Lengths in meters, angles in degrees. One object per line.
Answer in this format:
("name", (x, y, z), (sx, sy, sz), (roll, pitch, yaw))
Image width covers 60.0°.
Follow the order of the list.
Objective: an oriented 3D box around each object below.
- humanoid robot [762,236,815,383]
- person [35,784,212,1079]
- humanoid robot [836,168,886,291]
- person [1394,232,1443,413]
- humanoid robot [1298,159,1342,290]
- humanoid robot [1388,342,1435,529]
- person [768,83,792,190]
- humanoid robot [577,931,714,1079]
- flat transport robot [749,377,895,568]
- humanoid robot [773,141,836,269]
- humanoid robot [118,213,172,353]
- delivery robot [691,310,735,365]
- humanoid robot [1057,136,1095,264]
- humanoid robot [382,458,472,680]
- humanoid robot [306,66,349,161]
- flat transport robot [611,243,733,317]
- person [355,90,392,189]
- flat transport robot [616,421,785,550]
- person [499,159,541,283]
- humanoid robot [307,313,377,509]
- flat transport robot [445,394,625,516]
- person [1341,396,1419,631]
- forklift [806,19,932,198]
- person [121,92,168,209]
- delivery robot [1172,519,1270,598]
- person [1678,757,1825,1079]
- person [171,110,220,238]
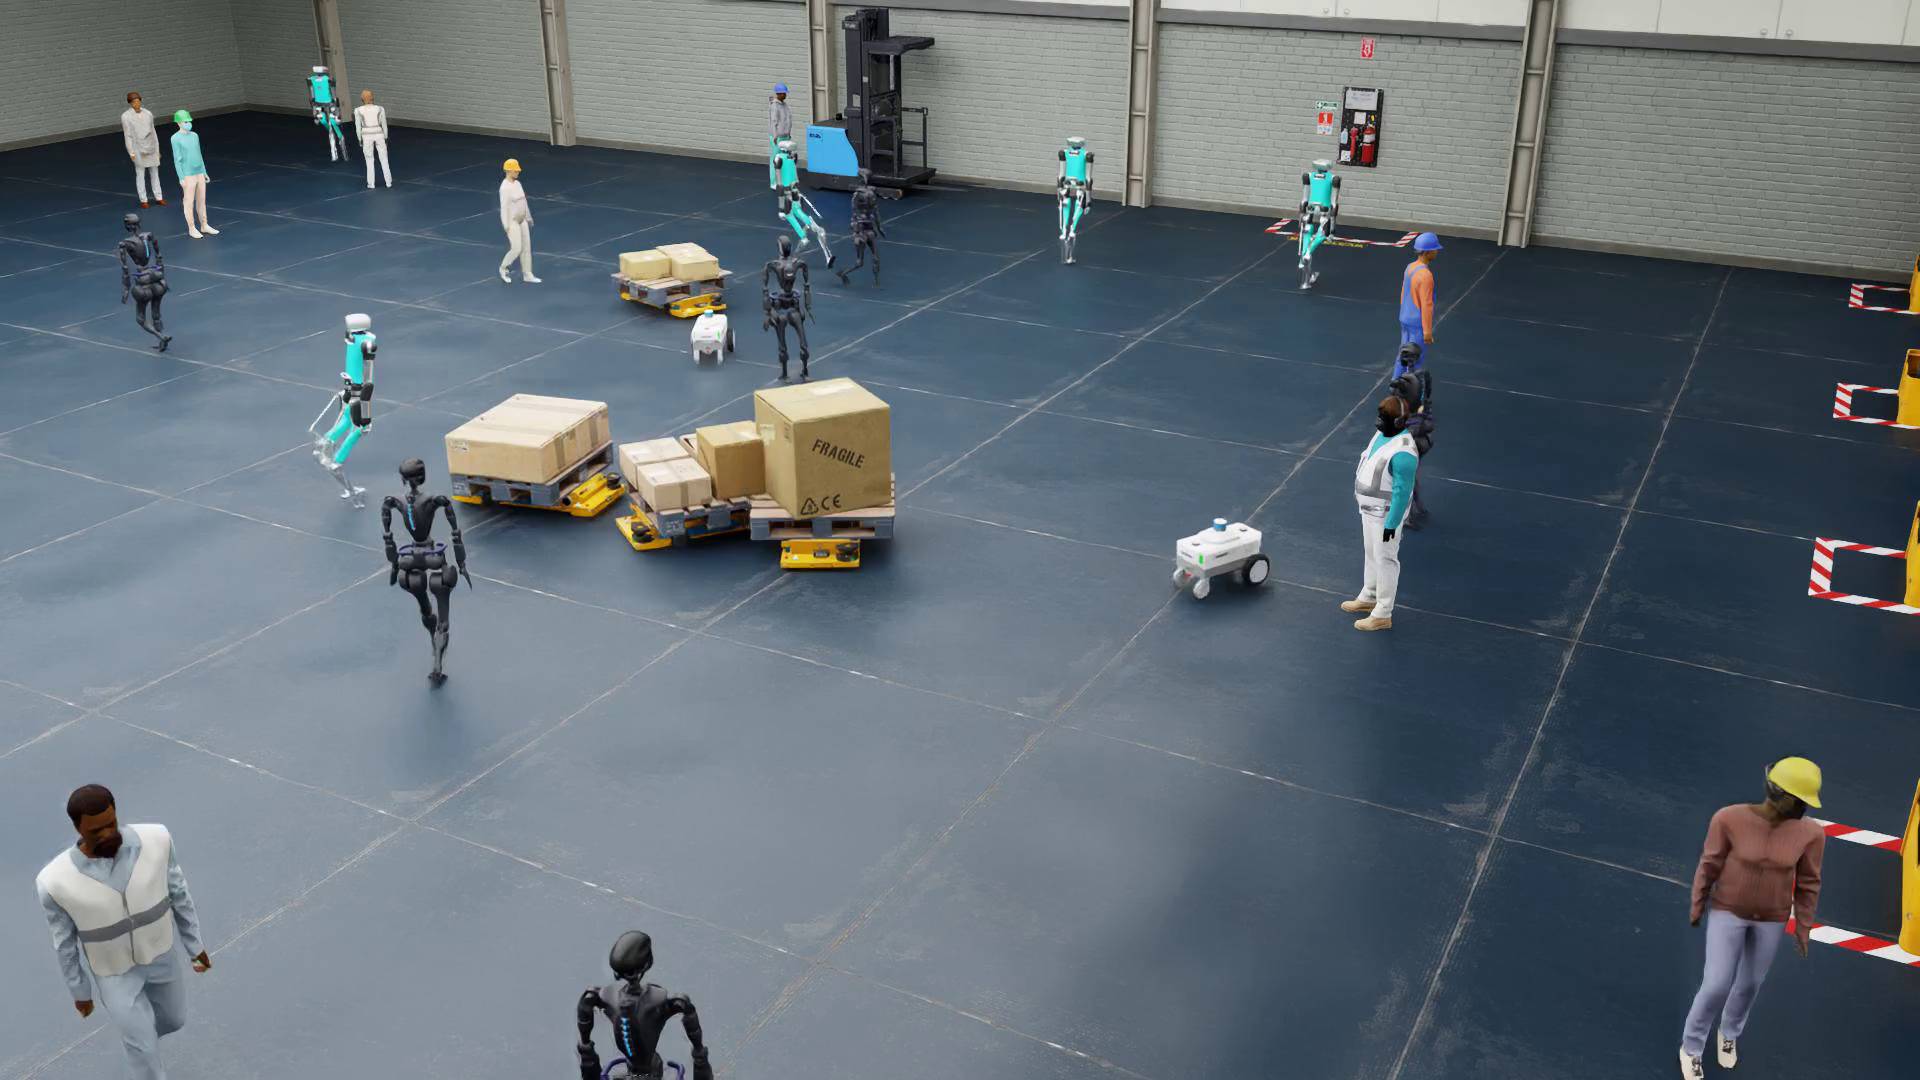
("humanoid robot", (-1.882, -2.523, 18.255), (0.584, 1.647, 0.429), (-11, 26, -24))
("person", (-3.836, 1.909, 7.666), (0.824, 1.898, 0.591), (19, 30, 38))
("humanoid robot", (-1.306, -4.128, 22.016), (0.622, 1.634, 0.605), (14, 27, 30))
("person", (4.769, -2.259, 17.345), (0.354, 1.909, 0.530), (-5, 24, -12))
("humanoid robot", (4.613, -4.076, 21.780), (0.539, 1.731, 0.983), (16, 28, 32))
("humanoid robot", (3.945, -0.908, 14.507), (0.587, 1.641, 0.438), (-16, 28, -33))
("person", (-3.039, -6.851, 28.218), (0.379, 1.769, 0.529), (9, 25, 21))
("humanoid robot", (-1.327, 2.355, 6.909), (0.603, 1.637, 0.638), (3, 23, 8))
("flat transport robot", (-1.164, -0.115, 14.430), (0.659, 0.231, 1.431), (-1, 23, -1))
("humanoid robot", (-2.099, -4.616, 23.074), (0.930, 1.775, 0.541), (10, 25, 22))
("humanoid robot", (-9.414, -2.990, 19.345), (0.492, 1.636, 0.601), (10, 25, 22))
("delivery robot", (-2.903, -2.389, 19.331), (0.499, 0.570, 0.750), (-1, 23, -1))
("humanoid robot", (1.514, -4.647, 23.242), (0.538, 1.869, 0.740), (12, 26, 26))
("humanoid robot", (-3.854, 0.188, 12.001), (0.609, 1.638, 0.736), (0, 23, 0))
("humanoid robot", (-11.508, -7.729, 30.442), (0.540, 1.899, 0.746), (1, 23, 2))
("flat transport robot", (-3.708, -3.138, 21.469), (0.659, 0.231, 1.431), (-21, 31, -40))
("person", (-9.981, -6.812, 28.296), (0.511, 1.630, 0.316), (-10, 25, -22))
("flat transport robot", (-2.273, -0.230, 14.698), (1.431, 0.231, 0.659), (-11, 26, -24))
("person", (-5.946, -4.259, 22.281), (0.460, 1.679, 0.483), (6, 24, 14))
("humanoid robot", (-5.550, -1.090, 14.896), (0.797, 1.815, 0.546), (-15, 27, -31))
("flat transport robot", (-3.873, -0.475, 15.269), (1.431, 0.231, 0.659), (7, 24, 15))
("person", (3.207, -0.215, 12.668), (0.429, 1.846, 0.624), (-2, 23, -4))
("forklift", (-1.573, -7.292, 27.850), (1.873, 2.768, 1.129), (12, 26, 25))
("person", (-13.163, -6.289, 26.827), (0.363, 1.830, 0.518), (21, 31, 39))
("delivery robot", (2.125, 0.116, 13.539), (0.775, 0.601, 0.499), (-15, 28, -31))
("person", (3.804, 1.859, 7.970), (0.547, 1.730, 0.581), (5, 24, 11))
("person", (-11.493, -5.481, 24.889), (0.351, 1.875, 0.508), (9, 25, 21))
